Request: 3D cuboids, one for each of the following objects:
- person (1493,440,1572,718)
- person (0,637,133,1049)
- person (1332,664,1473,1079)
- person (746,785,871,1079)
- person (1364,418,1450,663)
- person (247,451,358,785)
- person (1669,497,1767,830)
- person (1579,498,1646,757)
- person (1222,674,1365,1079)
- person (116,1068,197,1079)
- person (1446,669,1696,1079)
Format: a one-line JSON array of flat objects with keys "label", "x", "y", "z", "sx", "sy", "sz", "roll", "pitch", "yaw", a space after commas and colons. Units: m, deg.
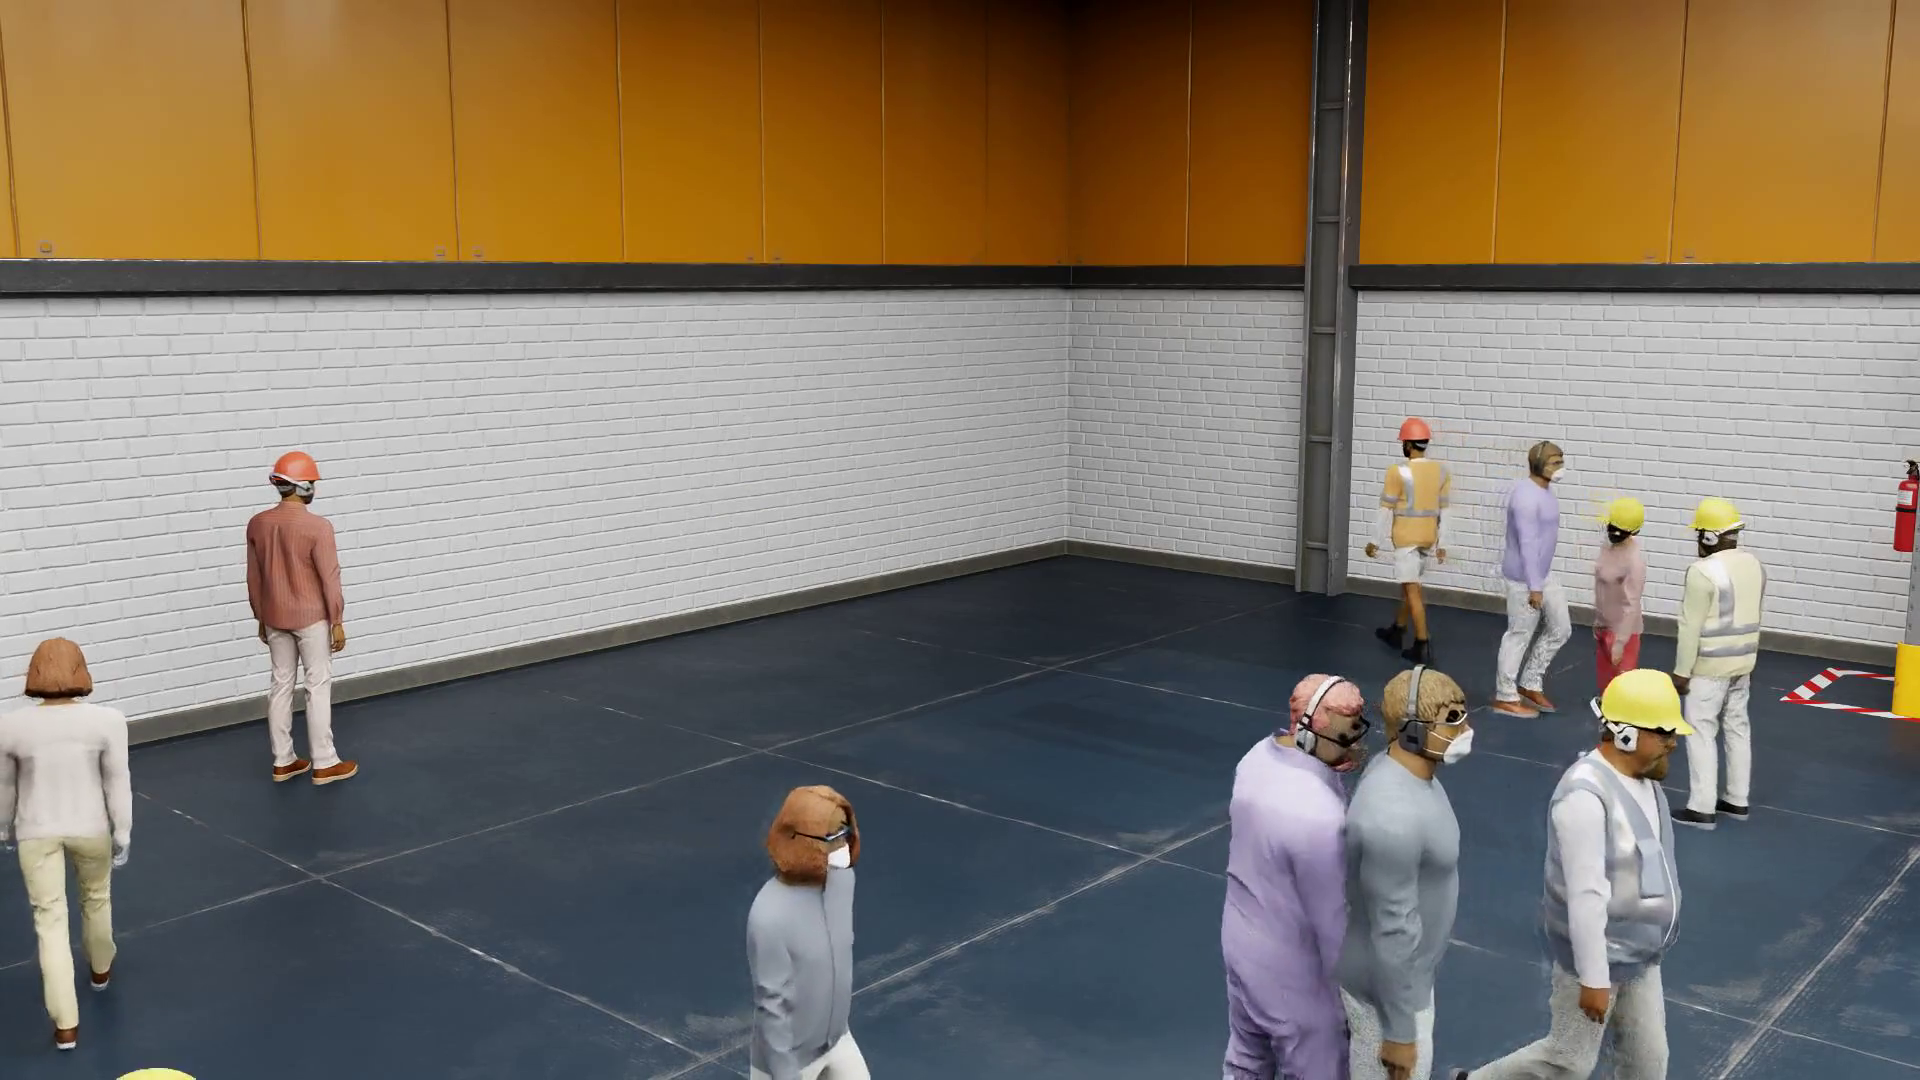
[{"label": "person", "x": 3.936, "y": 0.279, "z": 11.348, "sx": 0.543, "sy": 1.919, "sz": 0.640, "roll": 7, "pitch": 11, "yaw": 37}, {"label": "person", "x": -3.626, "y": 1.177, "z": 6.742, "sx": 0.501, "sy": 1.586, "sz": 0.859, "roll": -5, "pitch": 10, "yaw": -29}, {"label": "person", "x": 1.274, "y": 1.308, "z": 4.825, "sx": 0.379, "sy": 1.940, "sz": 0.629, "roll": 3, "pitch": 9, "yaw": 18}, {"label": "person", "x": -0.381, "y": 1.487, "z": 4.720, "sx": 0.633, "sy": 1.612, "sz": 0.500, "roll": 6, "pitch": 11, "yaw": 33}, {"label": "person", "x": 3.545, "y": -0.017, "z": 13.273, "sx": 0.564, "sy": 1.899, "sz": 0.922, "roll": -4, "pitch": 10, "yaw": -24}, {"label": "person", "x": -3.942, "y": 0.464, "z": 9.956, "sx": 0.622, "sy": 1.989, "sz": 0.399, "roll": 3, "pitch": 9, "yaw": 17}, {"label": "person", "x": 4.176, "y": 0.673, "z": 9.208, "sx": 0.595, "sy": 1.820, "sz": 0.425, "roll": -6, "pitch": 11, "yaw": -33}, {"label": "person", "x": 3.997, "y": 0.578, "z": 10.112, "sx": 0.328, "sy": 1.722, "sz": 0.633, "roll": 0, "pitch": 9, "yaw": 3}, {"label": "person", "x": 1.016, "y": 1.298, "z": 5.110, "sx": 0.417, "sy": 1.876, "sz": 0.667, "roll": -2, "pitch": 9, "yaw": -13}, {"label": "person", "x": -1.176, "y": 1.689, "z": 2.556, "sx": 0.617, "sy": 1.888, "sz": 0.898, "roll": -1, "pitch": 9, "yaw": -8}, {"label": "person", "x": 2.033, "y": 1.284, "z": 5.409, "sx": 0.596, "sy": 1.801, "sz": 0.772, "roll": -8, "pitch": 12, "yaw": -43}]
